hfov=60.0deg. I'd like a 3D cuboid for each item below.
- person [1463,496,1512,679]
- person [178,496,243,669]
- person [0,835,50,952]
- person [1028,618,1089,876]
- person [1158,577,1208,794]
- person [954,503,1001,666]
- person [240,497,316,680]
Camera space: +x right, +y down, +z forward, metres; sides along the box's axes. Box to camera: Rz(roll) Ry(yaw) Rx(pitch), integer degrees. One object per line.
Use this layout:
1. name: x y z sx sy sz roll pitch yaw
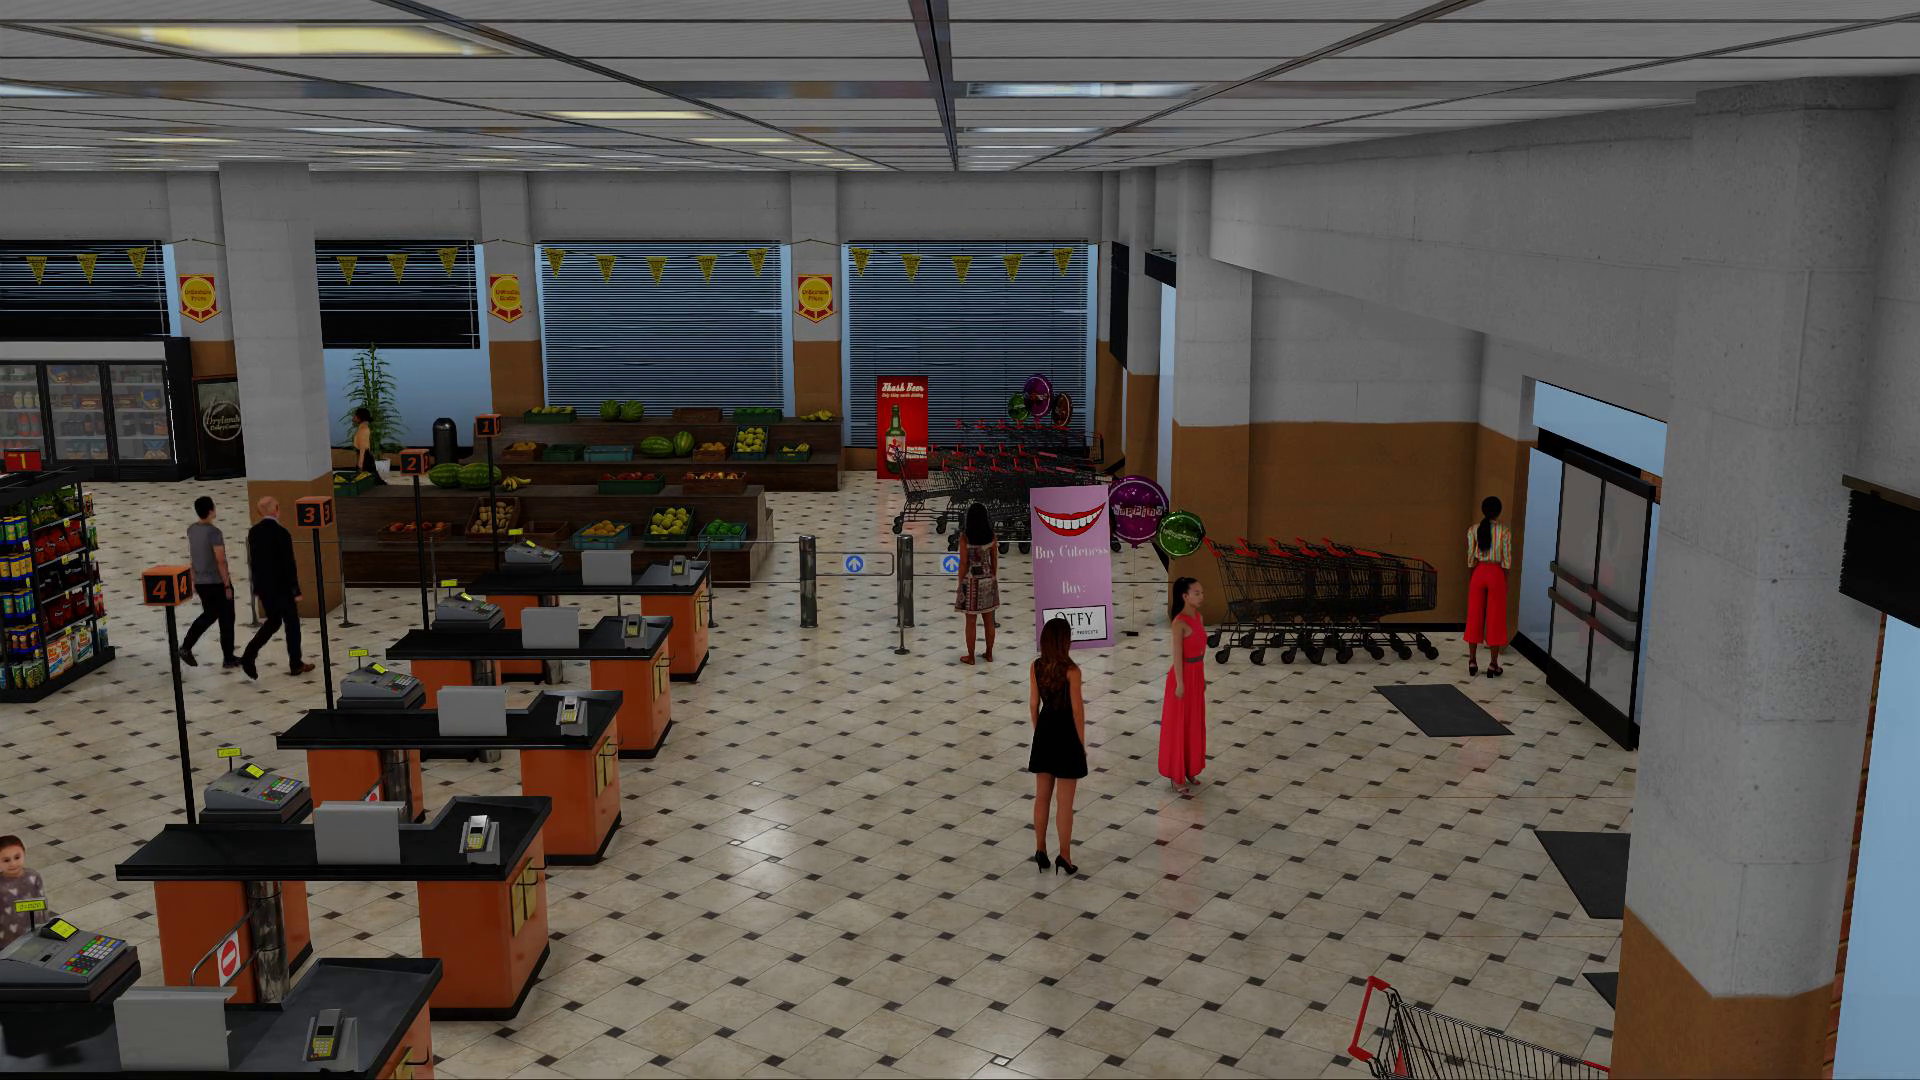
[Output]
1. person: 5.168 0.451 16.280 0.640 1.792 0.744 7 14 31
2. person: -7.449 0.446 16.431 0.939 1.741 0.930 7 14 29
3. person: -5.281 2.219 9.334 0.610 1.194 0.553 11 16 42
4. person: 0.667 1.431 11.521 0.626 1.835 0.723 8 14 32
5. person: 1.795 1.134 13.197 0.747 1.727 0.712 8 15 35
6. person: 0.180 0.430 16.740 0.639 1.645 0.784 -6 13 -27
7. person: -6.712 0.492 16.149 1.075 1.766 1.067 7 14 30
